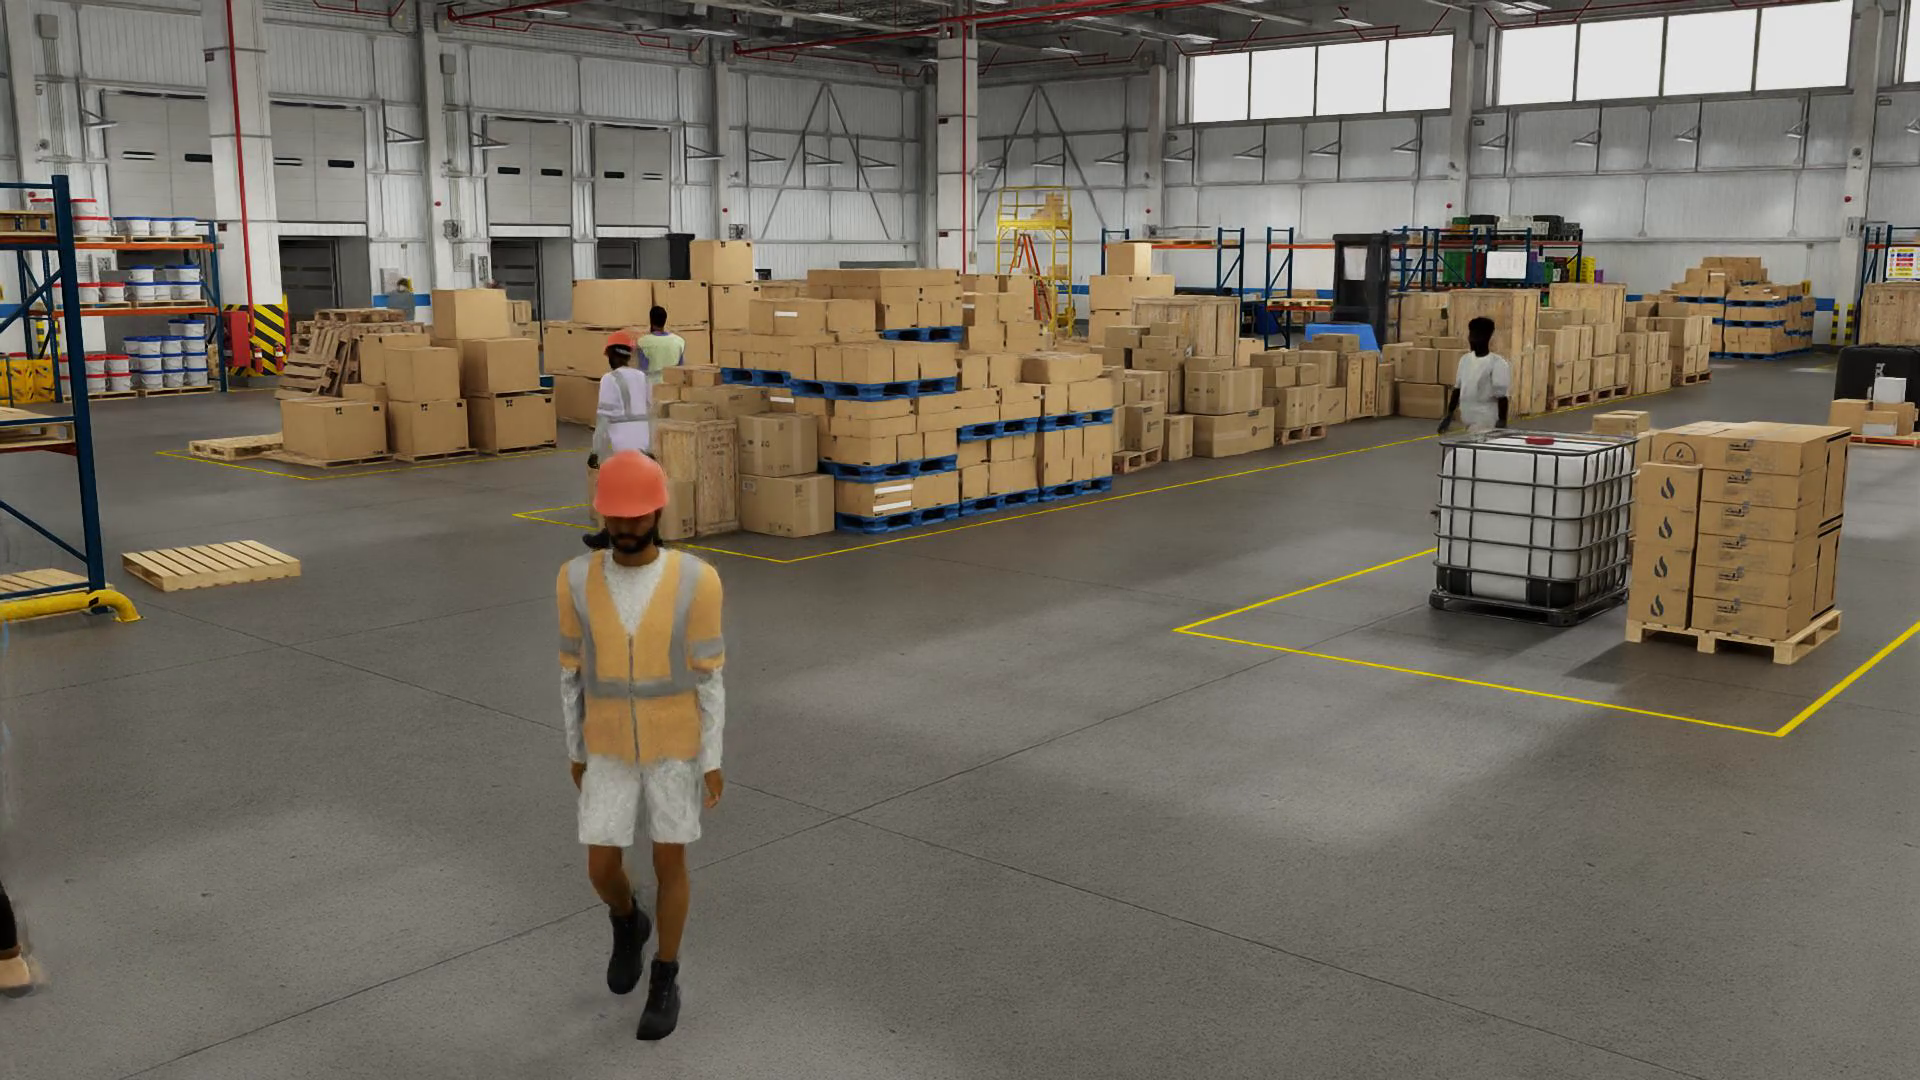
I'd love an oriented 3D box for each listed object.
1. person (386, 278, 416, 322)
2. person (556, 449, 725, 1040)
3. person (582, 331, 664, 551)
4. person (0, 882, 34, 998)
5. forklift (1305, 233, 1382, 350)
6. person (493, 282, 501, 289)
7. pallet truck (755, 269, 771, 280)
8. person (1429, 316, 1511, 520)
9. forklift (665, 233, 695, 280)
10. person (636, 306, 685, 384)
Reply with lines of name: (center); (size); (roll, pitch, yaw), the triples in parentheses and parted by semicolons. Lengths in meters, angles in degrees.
person: (-12.014, -4.682, 35.837); (0.713, 1.905, 0.367); (2, 10, 12)
person: (-1.022, 0.655, 5.381); (0.543, 1.925, 0.470); (0, 10, 0)
person: (-2.758, -0.763, 13.624); (0.955, 1.860, 0.542); (4, 11, 21)
person: (-3.585, 0.762, 5.556); (0.856, 1.637, 0.545); (2, 10, 14)
forklift: (7.684, -4.573, 32.429); (1.873, 2.768, 1.129); (-9, 14, -42)
person: (-12.477, -6.169, 45.109); (0.535, 1.606, 0.771); (8, 13, 40)
pallet truck: (-4.996, -6.432, 45.525); (1.885, 1.965, 0.823); (-6, 12, -32)
person: (4.923, -1.147, 15.690); (1.016, 1.925, 0.625); (-3, 10, -17)
forklift: (-5.428, -4.603, 32.600); (1.873, 2.768, 1.129); (1, 10, 5)
person: (-3.272, -1.600, 18.235); (0.598, 1.918, 0.378); (-9, 13, -41)
